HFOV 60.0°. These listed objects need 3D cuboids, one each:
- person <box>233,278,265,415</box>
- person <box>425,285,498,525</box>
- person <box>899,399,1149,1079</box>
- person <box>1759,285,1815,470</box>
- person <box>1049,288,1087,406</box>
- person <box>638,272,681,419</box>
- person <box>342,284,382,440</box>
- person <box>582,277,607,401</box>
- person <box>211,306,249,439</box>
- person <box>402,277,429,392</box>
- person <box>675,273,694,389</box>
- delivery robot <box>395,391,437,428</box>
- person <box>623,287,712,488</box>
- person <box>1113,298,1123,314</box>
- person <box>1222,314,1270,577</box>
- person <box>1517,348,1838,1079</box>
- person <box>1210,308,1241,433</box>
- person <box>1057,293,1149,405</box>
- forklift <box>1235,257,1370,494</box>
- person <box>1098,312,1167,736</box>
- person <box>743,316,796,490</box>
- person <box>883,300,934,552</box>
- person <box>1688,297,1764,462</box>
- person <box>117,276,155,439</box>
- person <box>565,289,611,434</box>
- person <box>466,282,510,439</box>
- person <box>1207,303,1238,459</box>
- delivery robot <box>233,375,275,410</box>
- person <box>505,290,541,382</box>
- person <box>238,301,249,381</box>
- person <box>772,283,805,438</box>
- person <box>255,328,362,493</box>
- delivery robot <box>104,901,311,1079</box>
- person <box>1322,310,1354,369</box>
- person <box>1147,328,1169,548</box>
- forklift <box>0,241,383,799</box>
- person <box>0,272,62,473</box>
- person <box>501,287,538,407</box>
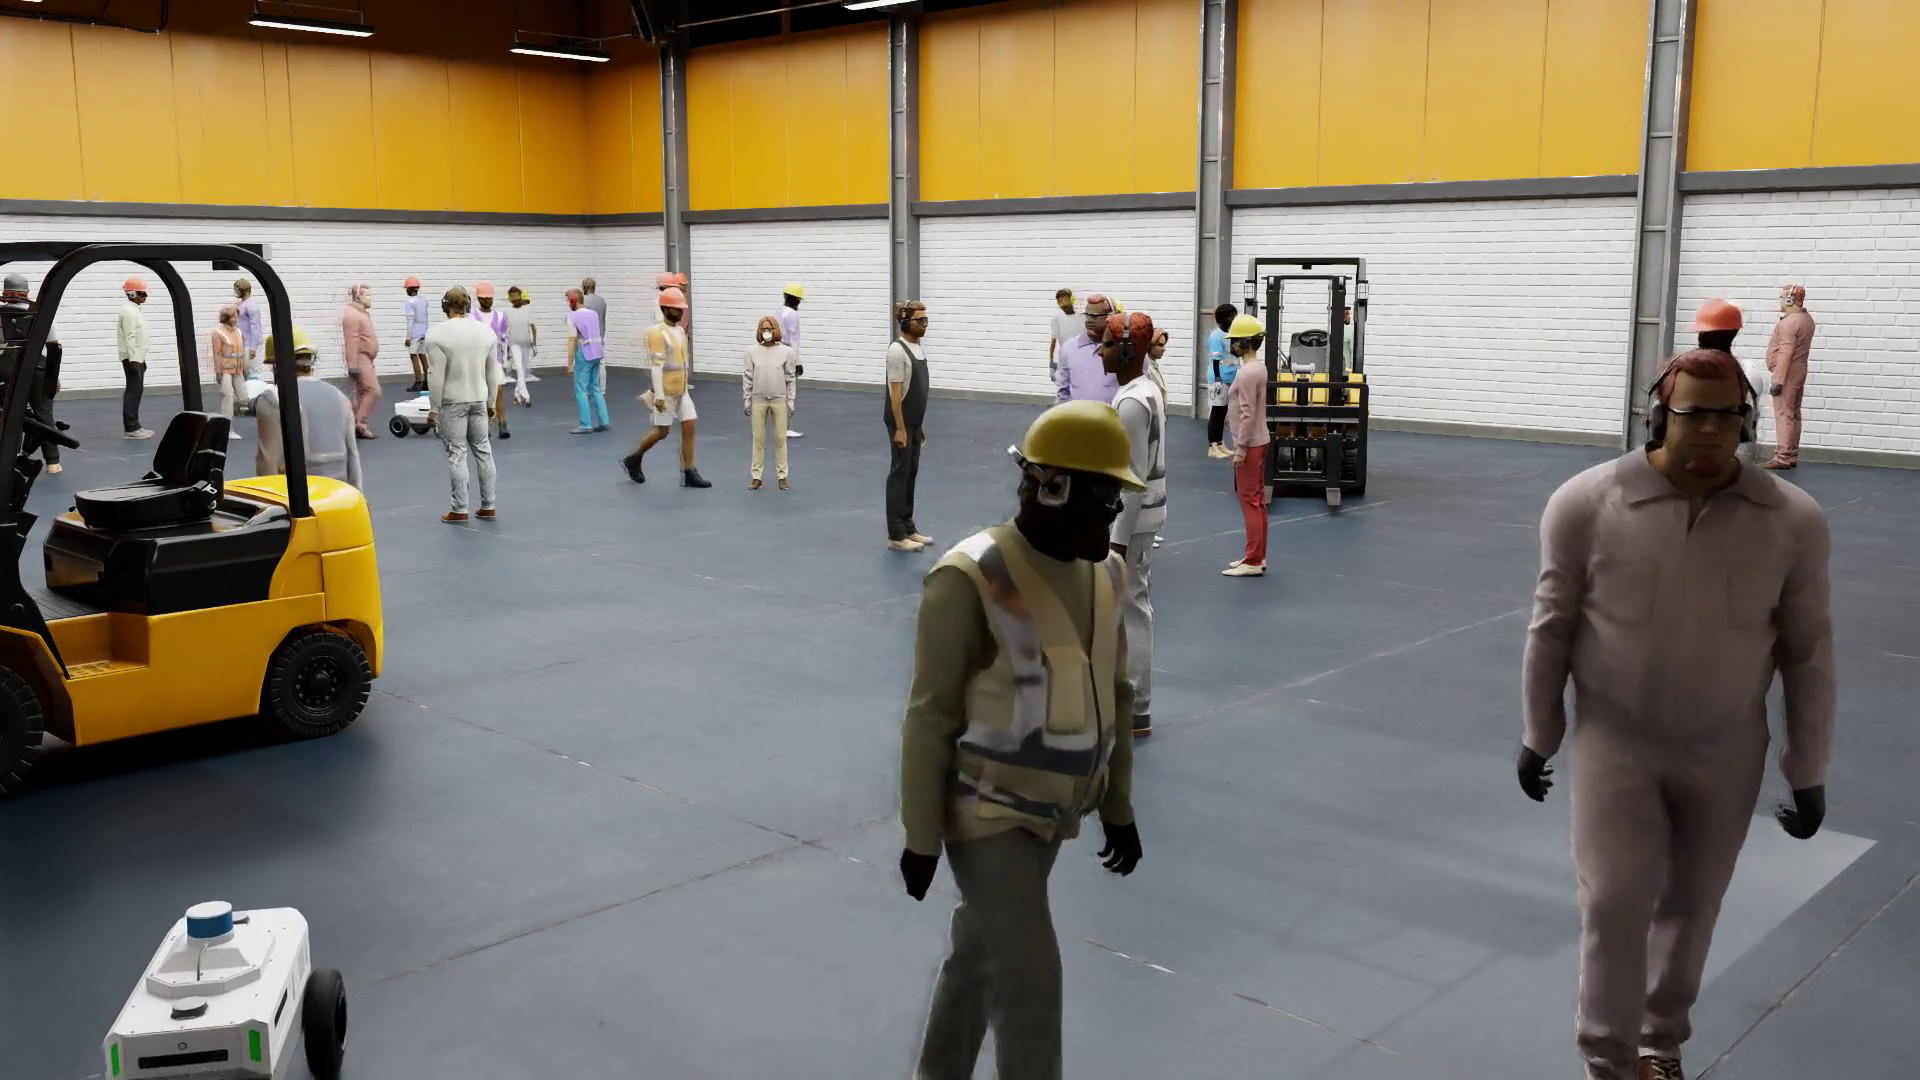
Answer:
[{"bbox_3d":[-10.113,-2.746,23.676,0.372,1.935,0.627,-6,11,-33],"label":"person"},{"bbox_3d":[-4.045,-1.095,13.539,0.355,1.937,0.635,8,12,42],"label":"person"},{"bbox_3d":[0.175,0.591,3.662,0.748,1.786,0.620,7,11,35],"label":"person"},{"bbox_3d":[8.558,-1.682,17.235,0.408,1.908,0.642,8,12,42],"label":"person"},{"bbox_3d":[1.340,-2.110,20.136,0.554,1.832,0.325,-1,9,-6],"label":"person"},{"bbox_3d":[-4.108,-2.669,22.917,0.581,2.026,0.614,0,9,1],"label":"person"},{"bbox_3d":[-7.207,-2.141,20.101,0.458,1.888,0.681,-2,9,-9],"label":"person"},{"bbox_3d":[-5.793,-3.153,26.153,0.357,1.938,0.637,4,10,21],"label":"person"},{"bbox_3d":[-8.928,-2.040,20.277,0.401,1.625,0.538,3,10,16],"label":"person"},{"bbox_3d":[-9.216,-3.466,28.105,0.386,1.932,0.563,2,10,15],"label":"person"},{"bbox_3d":[-4.791,-3.563,28.494,0.382,1.993,0.622,2,9,13],"label":"person"},{"bbox_3d":[-6.595,-1.589,20.512,0.707,0.478,0.477,3,10,19],"label":"delivery robot"},{"bbox_3d":[-2.800,-1.439,15.768,0.867,1.908,0.552,4,10,23],"label":"person"},{"bbox_3d":[1.607,-1.651,17.476,0.533,1.767,0.325,0,9,0],"label":"person"},{"bbox_3d":[1.923,-0.634,11.240,0.326,1.767,0.533,3,10,19],"label":"person"},{"bbox_3d":[1.676,0.508,3.863,0.678,1.882,0.732,2,9,11],"label":"person"},{"bbox_3d":[3.408,-2.132,20.908,0.523,1.607,0.697,-6,11,-31],"label":"person"},{"bbox_3d":[0.954,-0.729,11.400,0.644,1.905,0.400,4,10,25],"label":"person"},{"bbox_3d":[3.309,-1.629,16.029,1.214,2.155,2.313,2,9,11],"label":"forklift"},{"bbox_3d":[0.739,-0.066,7.404,0.355,1.882,0.576,1,9,8],"label":"person"},{"bbox_3d":[-1.789,-1.282,15.620,0.497,1.633,0.284,0,9,-2],"label":"person"},{"bbox_3d":[-0.376,-0.843,12.277,0.351,1.846,0.507,3,10,18],"label":"person"},{"bbox_3d":[4.325,-0.418,9.460,0.698,1.919,0.559,-3,10,-15],"label":"person"},{"bbox_3d":[-10.070,-2.227,20.374,0.428,1.981,0.635,-3,10,-19],"label":"person"},{"bbox_3d":[-4.707,-2.239,20.899,0.480,1.823,0.630,4,10,24],"label":"person"},{"bbox_3d":[-5.754,-2.175,20.297,0.559,1.918,0.729,-5,10,-28],"label":"person"},{"bbox_3d":[2.876,-1.736,18.207,0.318,1.698,0.534,4,10,25],"label":"person"},{"bbox_3d":[-9.985,-2.084,23.523,0.477,0.478,0.707,3,10,15],"label":"delivery robot"},{"bbox_3d":[-8.024,-3.718,30.359,0.779,1.679,0.516,-1,9,-6],"label":"person"},{"bbox_3d":[-10.379,-2.673,24.171,0.473,1.626,0.528,-1,9,-4],"label":"person"},{"bbox_3d":[-2.143,-2.202,20.442,0.528,1.898,0.659,-5,11,-28],"label":"person"},{"bbox_3d":[-3.385,-0.217,8.681,0.520,1.780,0.751,4,10,22],"label":"person"},{"bbox_3d":[-1.776,1.109,3.969,0.477,0.478,0.707,-2,9,-13],"label":"delivery robot"},{"bbox_3d":[4.668,-2.081,20.518,0.507,1.631,0.266,7,11,36],"label":"person"},{"bbox_3d":[1.398,-0.764,12.435,0.311,1.636,0.521,2,10,14],"label":"person"},{"bbox_3d":[-3.706,-0.171,7.093,1.214,2.155,2.313,9,13,43],"label":"forklift"},{"bbox_3d":[-9.463,-1.678,16.798,0.689,2.000,0.539,-5,11,-29],"label":"person"},{"bbox_3d":[-6.680,-2.926,25.192,0.486,1.809,0.998,-5,11,-28],"label":"person"}]
